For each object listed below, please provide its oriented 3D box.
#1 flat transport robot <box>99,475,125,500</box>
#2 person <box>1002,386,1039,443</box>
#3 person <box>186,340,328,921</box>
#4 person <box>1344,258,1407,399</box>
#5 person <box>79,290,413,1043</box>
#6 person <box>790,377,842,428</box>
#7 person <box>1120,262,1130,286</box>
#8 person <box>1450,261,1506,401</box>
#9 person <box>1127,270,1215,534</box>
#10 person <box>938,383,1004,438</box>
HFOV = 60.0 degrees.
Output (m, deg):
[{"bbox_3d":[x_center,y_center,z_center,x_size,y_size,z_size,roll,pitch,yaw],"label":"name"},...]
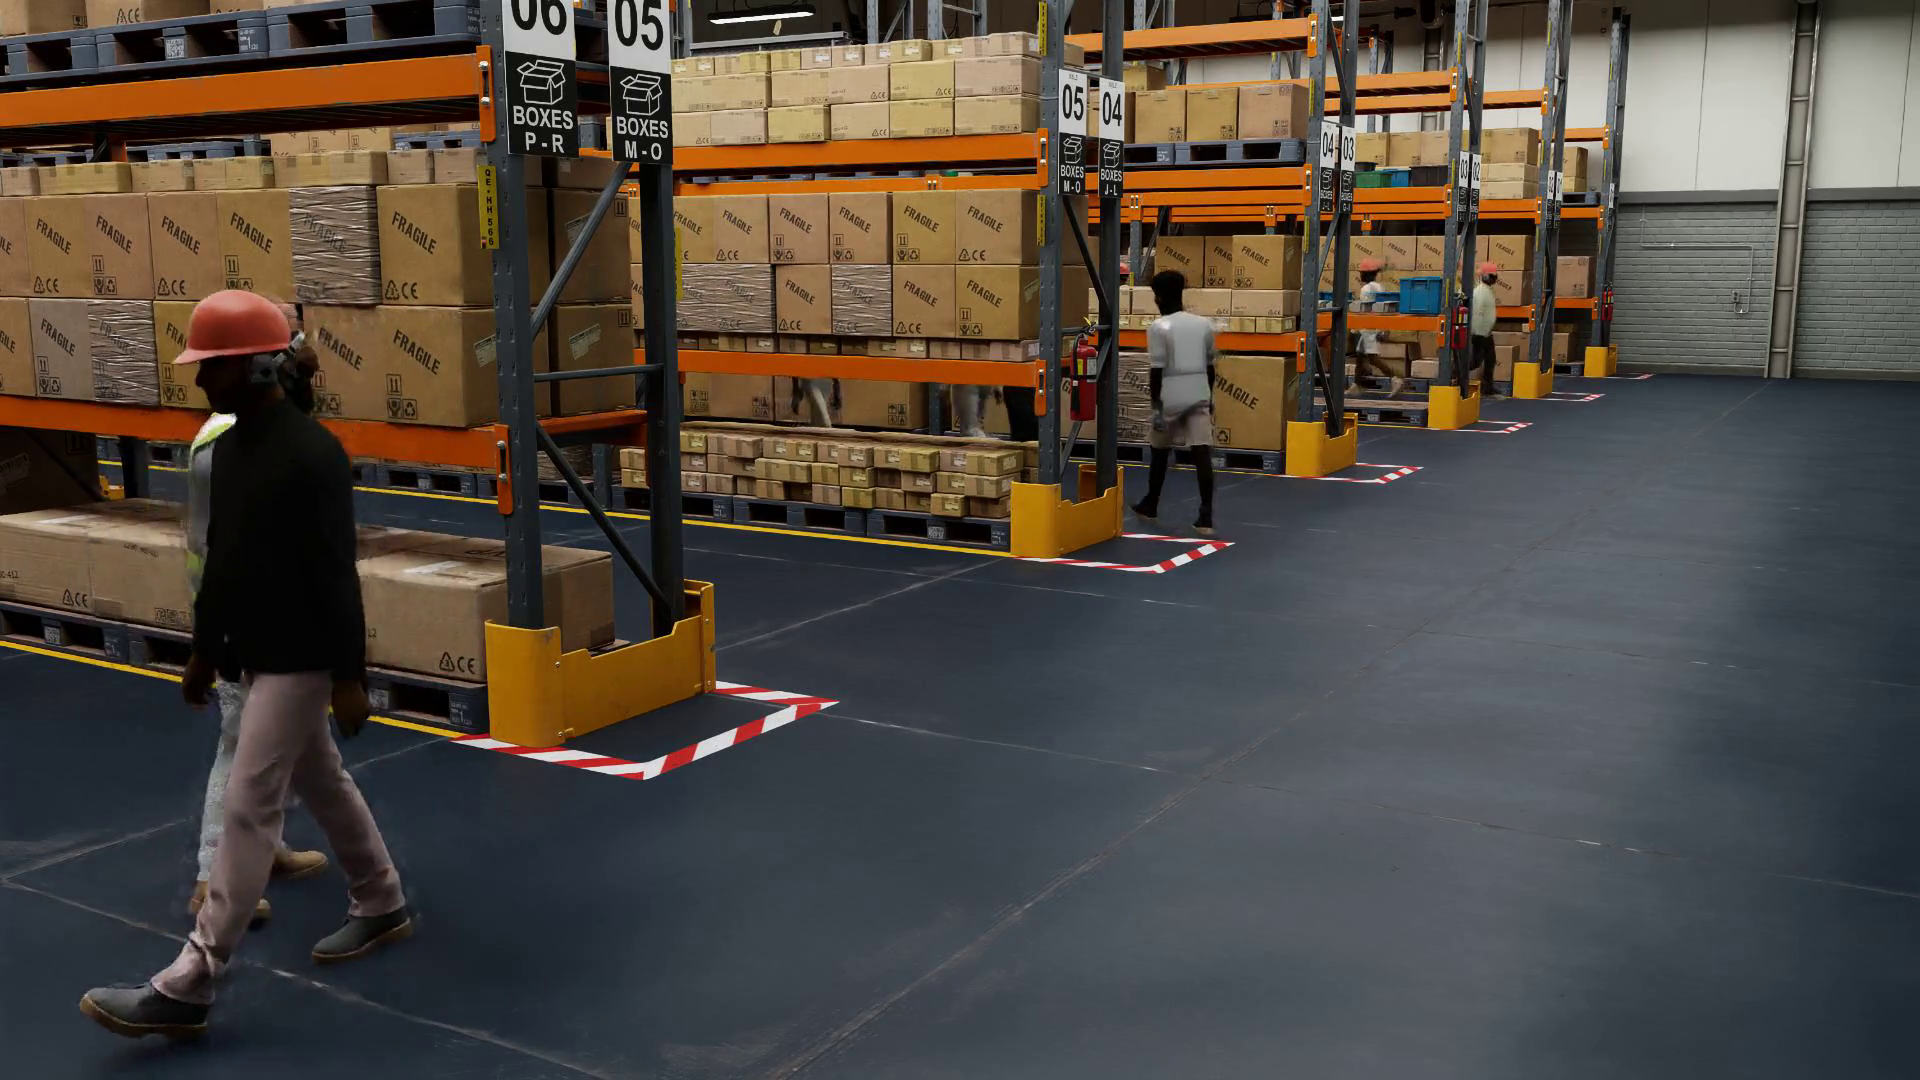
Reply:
[{"bbox_3d":[-7.510,-0.375,13.355,0.652,0.197,1.431,6,11,30],"label":"flat transport robot"},{"bbox_3d":[0.534,-1.649,15.639,0.534,2.000,0.743,-4,10,-21],"label":"person"},{"bbox_3d":[-2.205,0.245,5.273,0.431,1.802,0.749,0,10,-2],"label":"person"},{"bbox_3d":[5.926,-3.010,23.720,0.956,2.015,0.603,5,11,28],"label":"person"},{"bbox_3d":[-1.927,0.311,4.479,0.999,1.931,0.645,-9,13,-43],"label":"person"},{"bbox_3d":[-1.262,-1.298,14.195,0.909,1.841,0.527,6,12,33],"label":"person"},{"bbox_3d":[2.299,-2.978,23.720,0.377,1.936,0.548,9,13,41],"label":"person"},{"bbox_3d":[7.284,-2.936,23.436,0.796,1.964,0.637,6,11,32],"label":"person"},{"bbox_3d":[1.624,-1.036,12.376,0.720,1.910,0.962,-4,10,-22],"label":"person"},{"bbox_3d":[0.166,-1.334,14.238,0.635,1.909,0.903,-8,13,-39],"label":"person"}]
